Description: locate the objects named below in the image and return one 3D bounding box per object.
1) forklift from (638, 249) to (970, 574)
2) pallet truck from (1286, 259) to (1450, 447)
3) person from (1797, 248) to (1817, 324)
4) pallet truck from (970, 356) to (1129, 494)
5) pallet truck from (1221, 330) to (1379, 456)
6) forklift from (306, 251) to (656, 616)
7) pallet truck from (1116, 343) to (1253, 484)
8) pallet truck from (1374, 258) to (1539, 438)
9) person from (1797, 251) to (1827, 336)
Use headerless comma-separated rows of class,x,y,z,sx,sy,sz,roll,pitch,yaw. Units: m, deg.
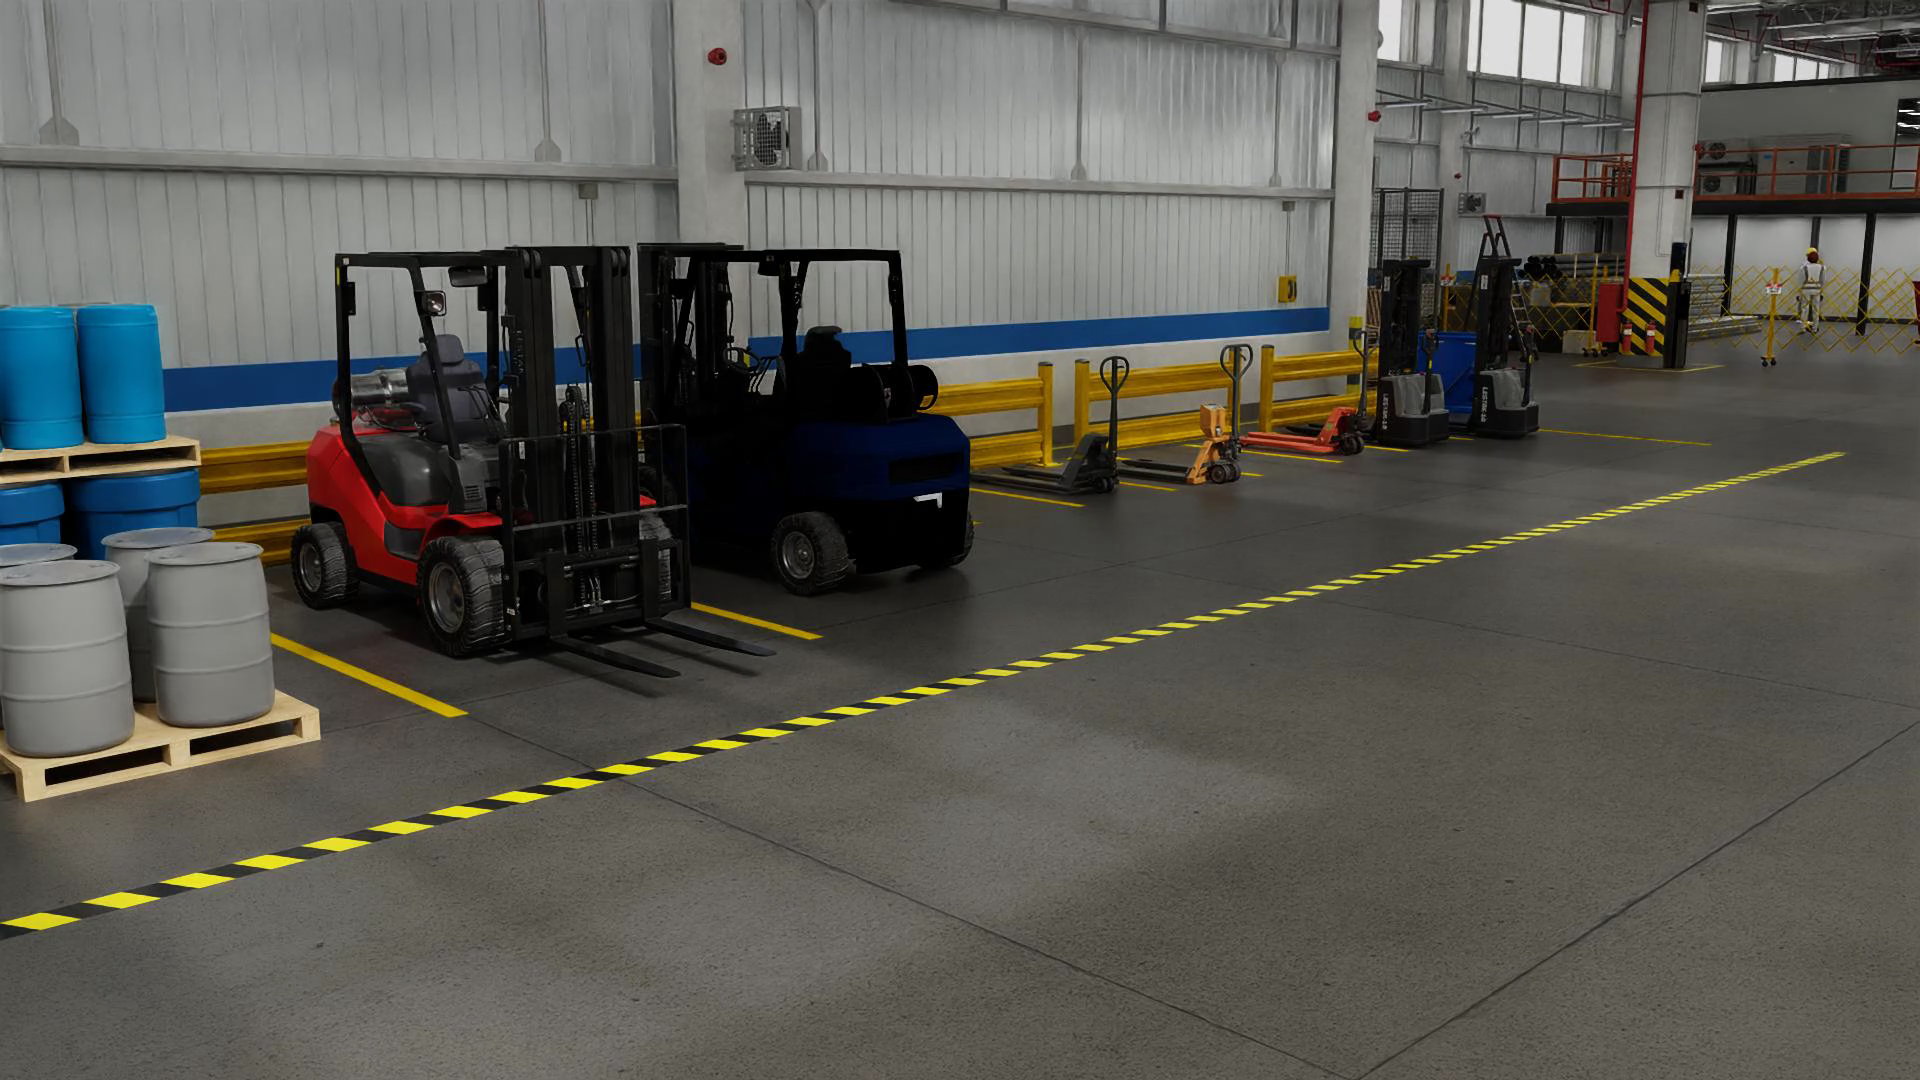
forklift,-1.173,-0.958,11.239,2.680,1.987,1.157,10,14,43
pallet truck,4.493,-2.078,18.196,0.823,1.965,1.885,-9,14,-40
person,21.550,-6.458,42.282,0.378,1.922,0.585,3,11,13
pallet truck,0.784,-1.085,14.876,0.680,1.201,1.601,-10,14,-44
pallet truck,3.563,-1.581,17.381,0.653,1.274,1.630,-10,14,-44
forklift,-2.833,-0.669,9.694,1.157,1.987,2.680,-10,14,-44
pallet truck,1.962,-1.215,15.415,1.522,1.261,0.704,10,14,43
pallet truck,5.704,-2.208,18.901,1.885,1.965,0.823,10,14,43
person,19.069,-5.521,37.277,0.574,1.886,0.356,2,11,9
